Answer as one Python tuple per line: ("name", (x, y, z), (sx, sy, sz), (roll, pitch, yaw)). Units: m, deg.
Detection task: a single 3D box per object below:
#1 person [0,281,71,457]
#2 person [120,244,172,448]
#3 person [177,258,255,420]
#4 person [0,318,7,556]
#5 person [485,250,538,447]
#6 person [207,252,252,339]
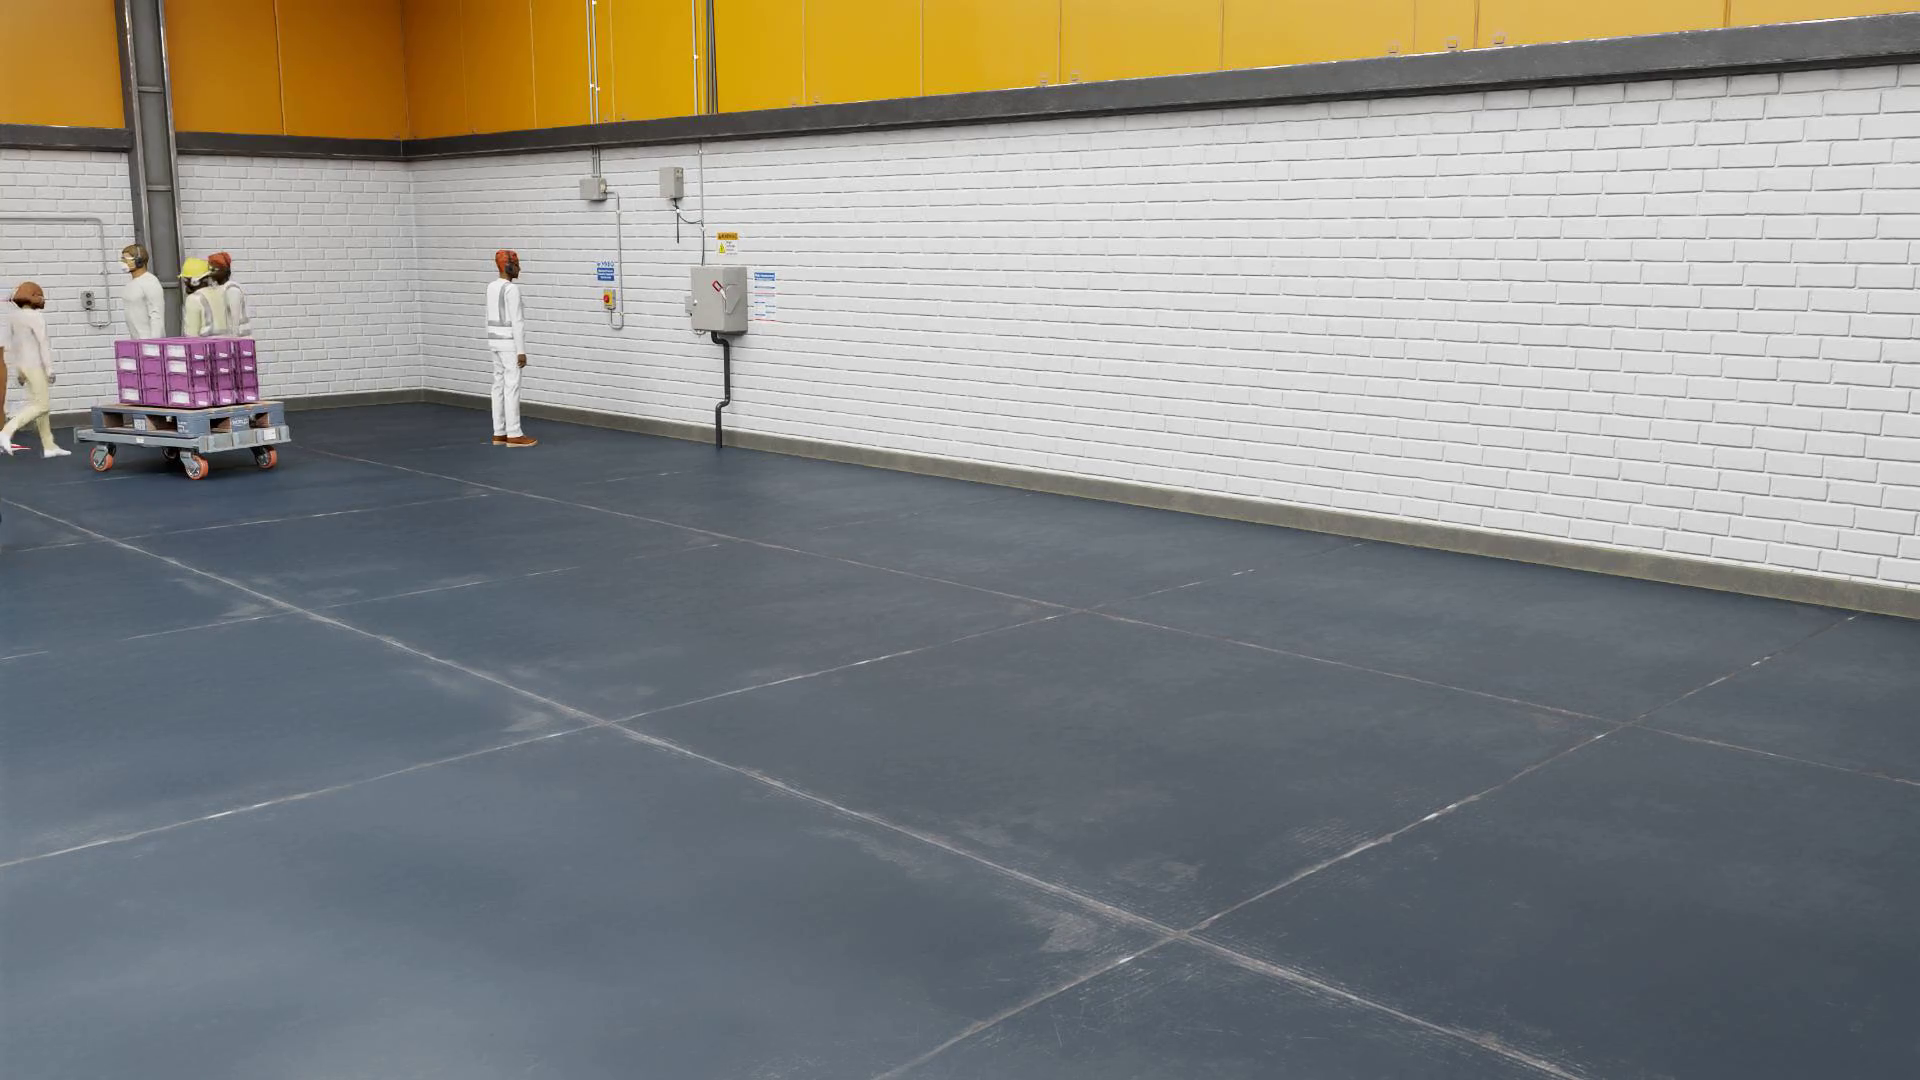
("person", (-8.454, -1.527, 15.034), (0.547, 1.607, 0.622), (8, 13, 36))
("person", (-7.811, -1.857, 15.948), (0.370, 1.940, 0.627), (-10, 14, -43))
("person", (-7.216, -1.813, 16.063), (0.706, 1.809, 0.611), (1, 10, 3))
("person", (-6.184, -0.838, 10.115), (0.694, 2.000, 0.536), (-6, 12, -28))
("person", (-4.342, -1.831, 15.985), (0.387, 1.885, 0.583), (-9, 14, -41))
("person", (-7.298, -1.927, 16.590), (0.430, 1.869, 0.617), (-8, 13, -38))
